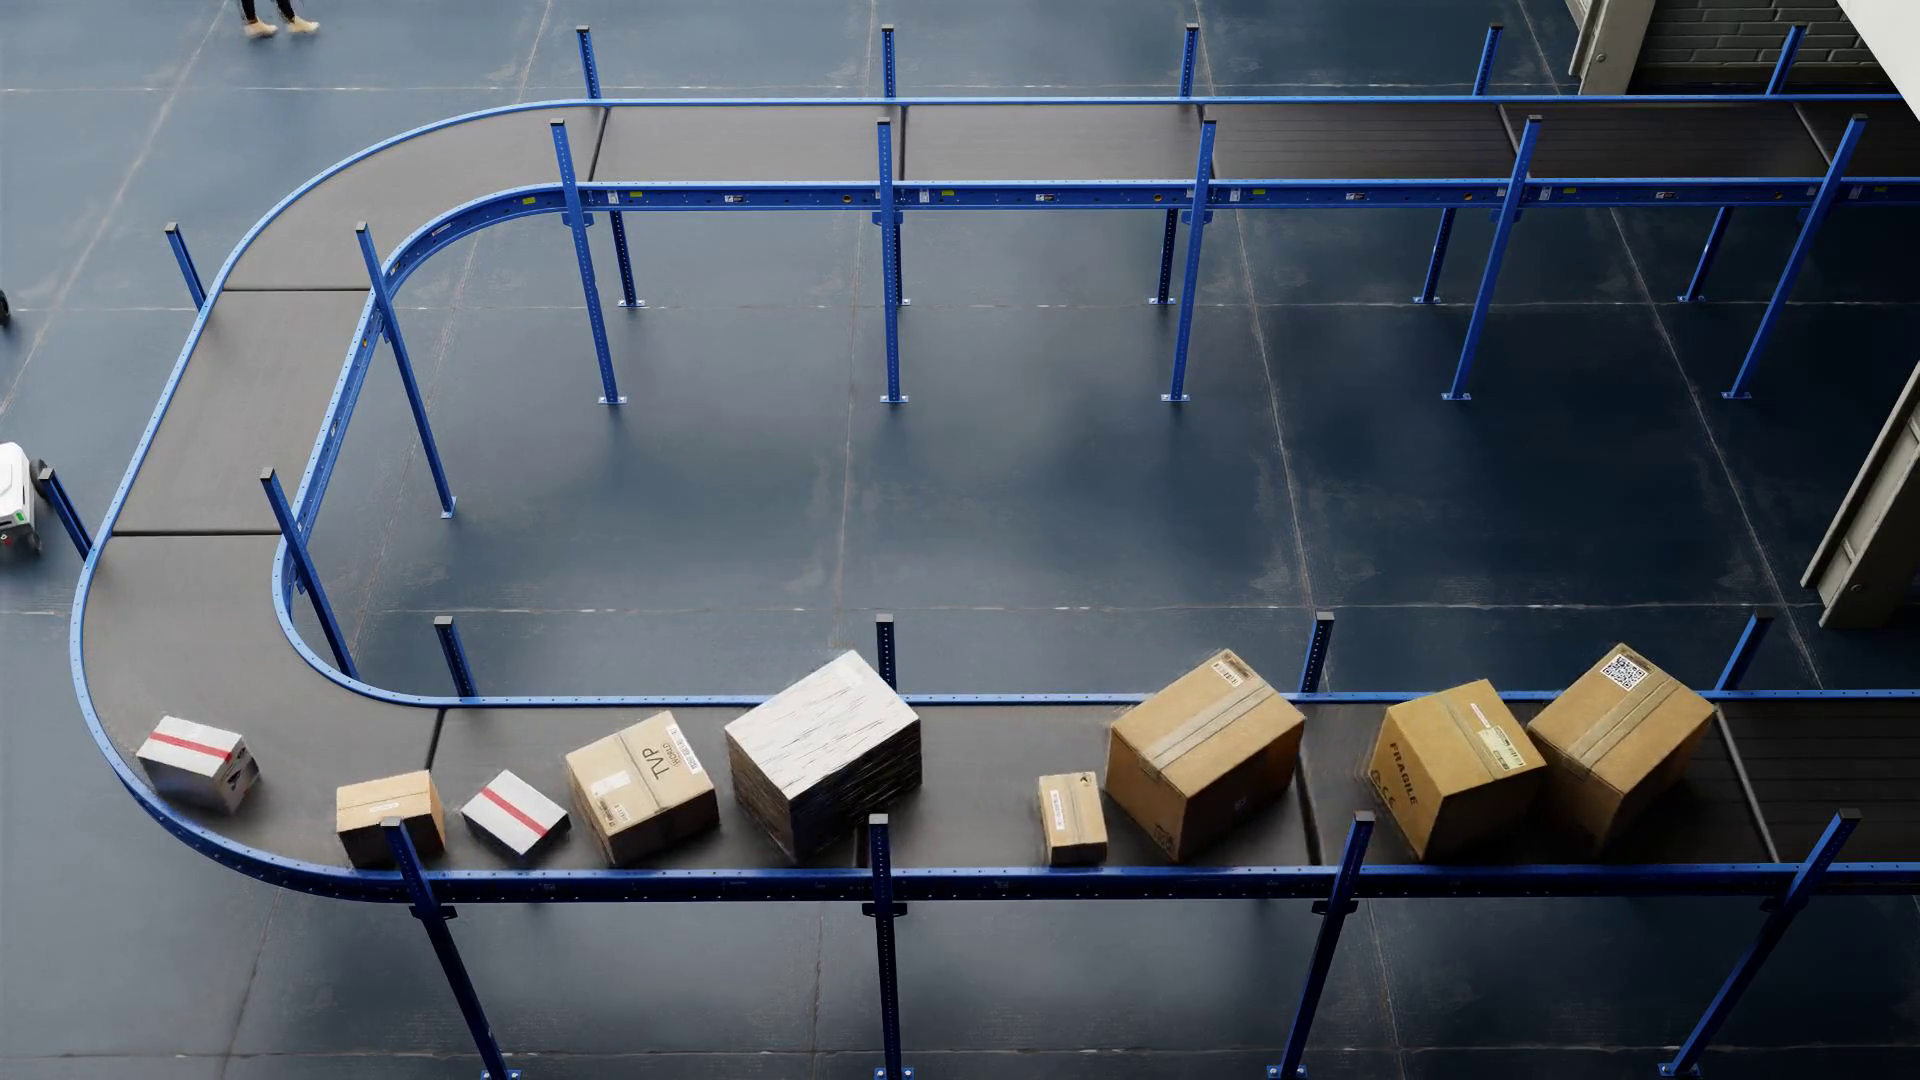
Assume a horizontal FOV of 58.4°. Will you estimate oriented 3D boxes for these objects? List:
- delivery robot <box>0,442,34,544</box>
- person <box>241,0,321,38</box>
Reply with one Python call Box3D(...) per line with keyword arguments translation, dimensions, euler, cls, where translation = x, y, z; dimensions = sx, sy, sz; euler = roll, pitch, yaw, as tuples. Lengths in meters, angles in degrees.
Box3D(translation=(-6.235, -0.308, 11.138), dimensions=(0.477, 0.478, 0.707), euler=(-15, 49, -14), cls="delivery robot")
Box3D(translation=(-6.089, -5.177, 14.958), dimensions=(0.729, 1.664, 0.552), euler=(-18, 49, -16), cls="person")
